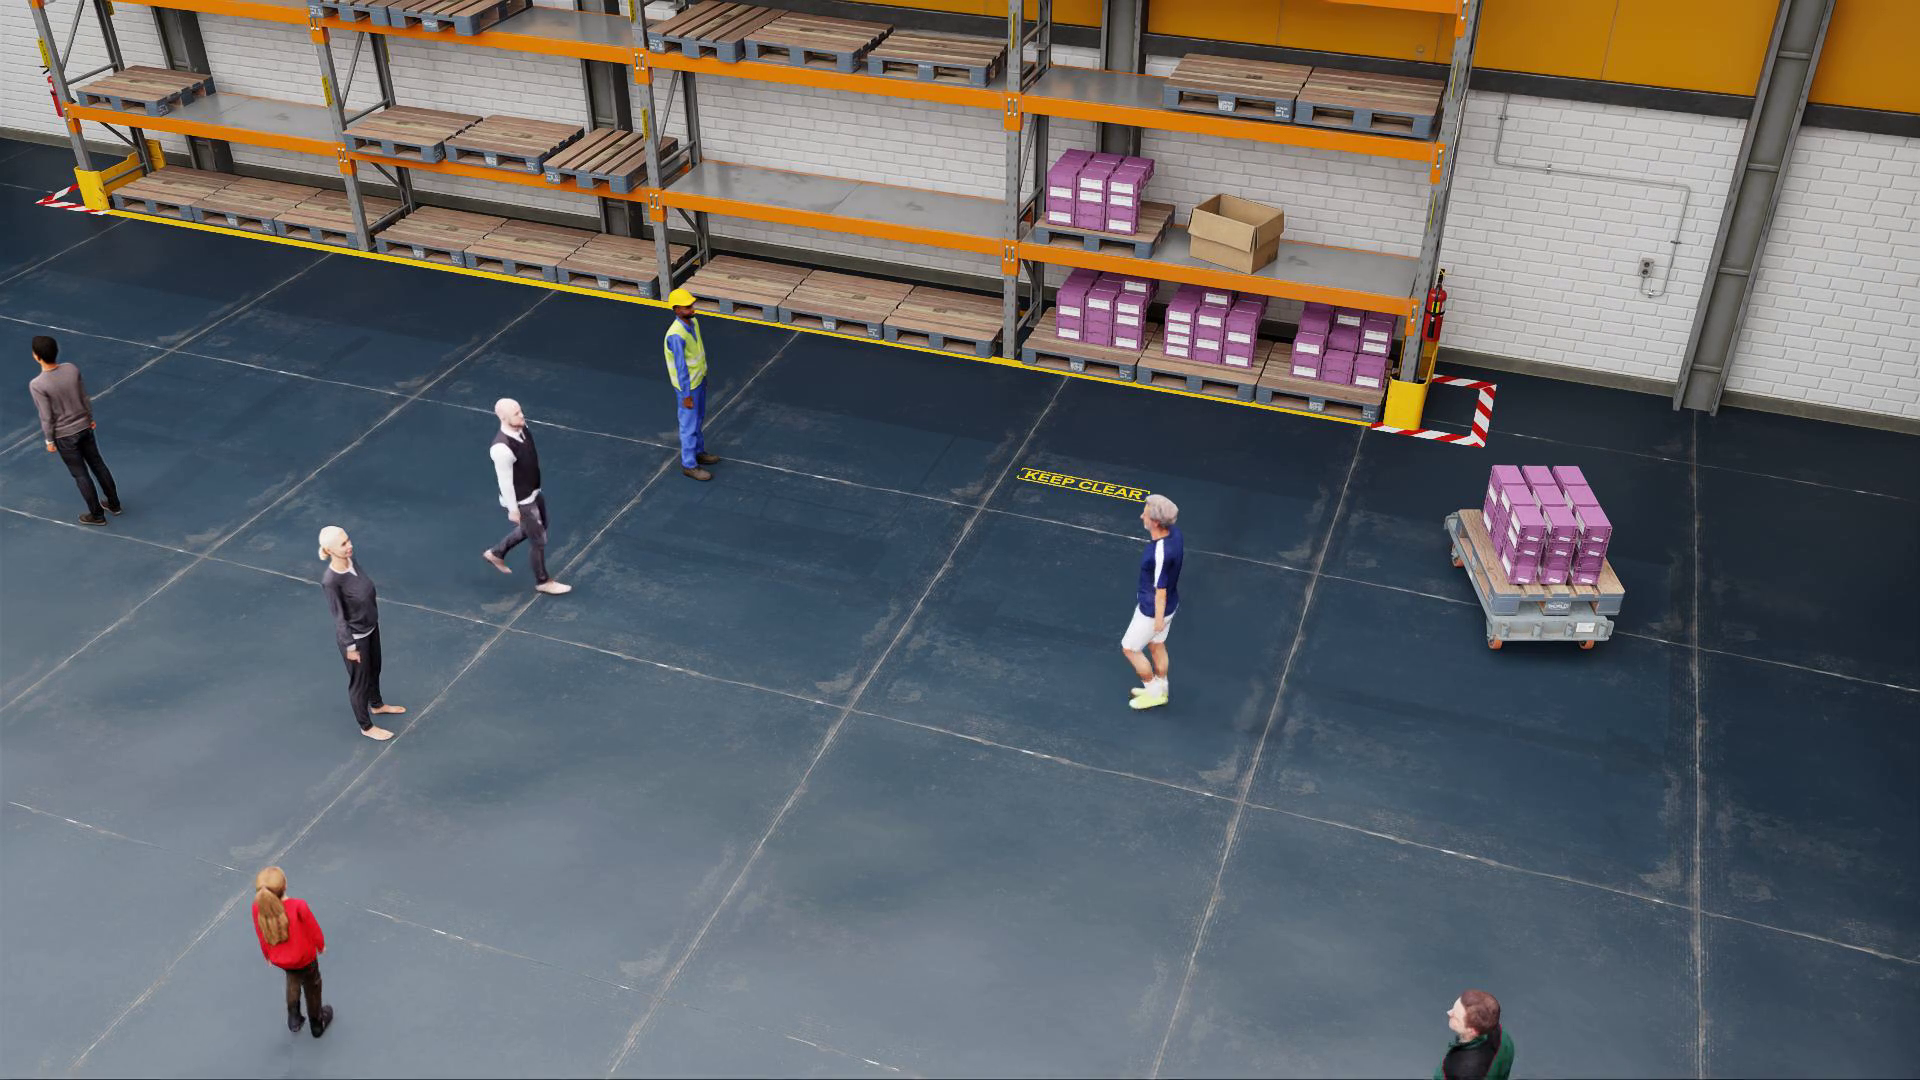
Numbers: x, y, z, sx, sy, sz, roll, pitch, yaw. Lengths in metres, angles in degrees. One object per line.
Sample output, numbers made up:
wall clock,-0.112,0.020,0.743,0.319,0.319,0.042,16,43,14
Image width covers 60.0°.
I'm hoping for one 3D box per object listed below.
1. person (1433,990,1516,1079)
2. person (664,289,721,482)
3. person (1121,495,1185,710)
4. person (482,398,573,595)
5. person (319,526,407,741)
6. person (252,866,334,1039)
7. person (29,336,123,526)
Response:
person,2.578,2.959,8.337,0.901,1.825,0.779,21,39,28
person,-2.425,-1.427,14.946,0.631,1.813,0.707,6,34,8
person,1.505,0.480,12.071,0.577,1.821,0.627,10,35,15
person,-3.574,-0.335,13.317,1.053,1.799,0.875,1,34,2
person,-4.331,0.634,11.924,0.617,1.727,0.655,2,34,3
person,-3.873,2.430,9.630,0.519,1.275,0.608,2,34,3
person,-7.610,-0.935,14.249,0.661,1.766,0.523,11,35,17
